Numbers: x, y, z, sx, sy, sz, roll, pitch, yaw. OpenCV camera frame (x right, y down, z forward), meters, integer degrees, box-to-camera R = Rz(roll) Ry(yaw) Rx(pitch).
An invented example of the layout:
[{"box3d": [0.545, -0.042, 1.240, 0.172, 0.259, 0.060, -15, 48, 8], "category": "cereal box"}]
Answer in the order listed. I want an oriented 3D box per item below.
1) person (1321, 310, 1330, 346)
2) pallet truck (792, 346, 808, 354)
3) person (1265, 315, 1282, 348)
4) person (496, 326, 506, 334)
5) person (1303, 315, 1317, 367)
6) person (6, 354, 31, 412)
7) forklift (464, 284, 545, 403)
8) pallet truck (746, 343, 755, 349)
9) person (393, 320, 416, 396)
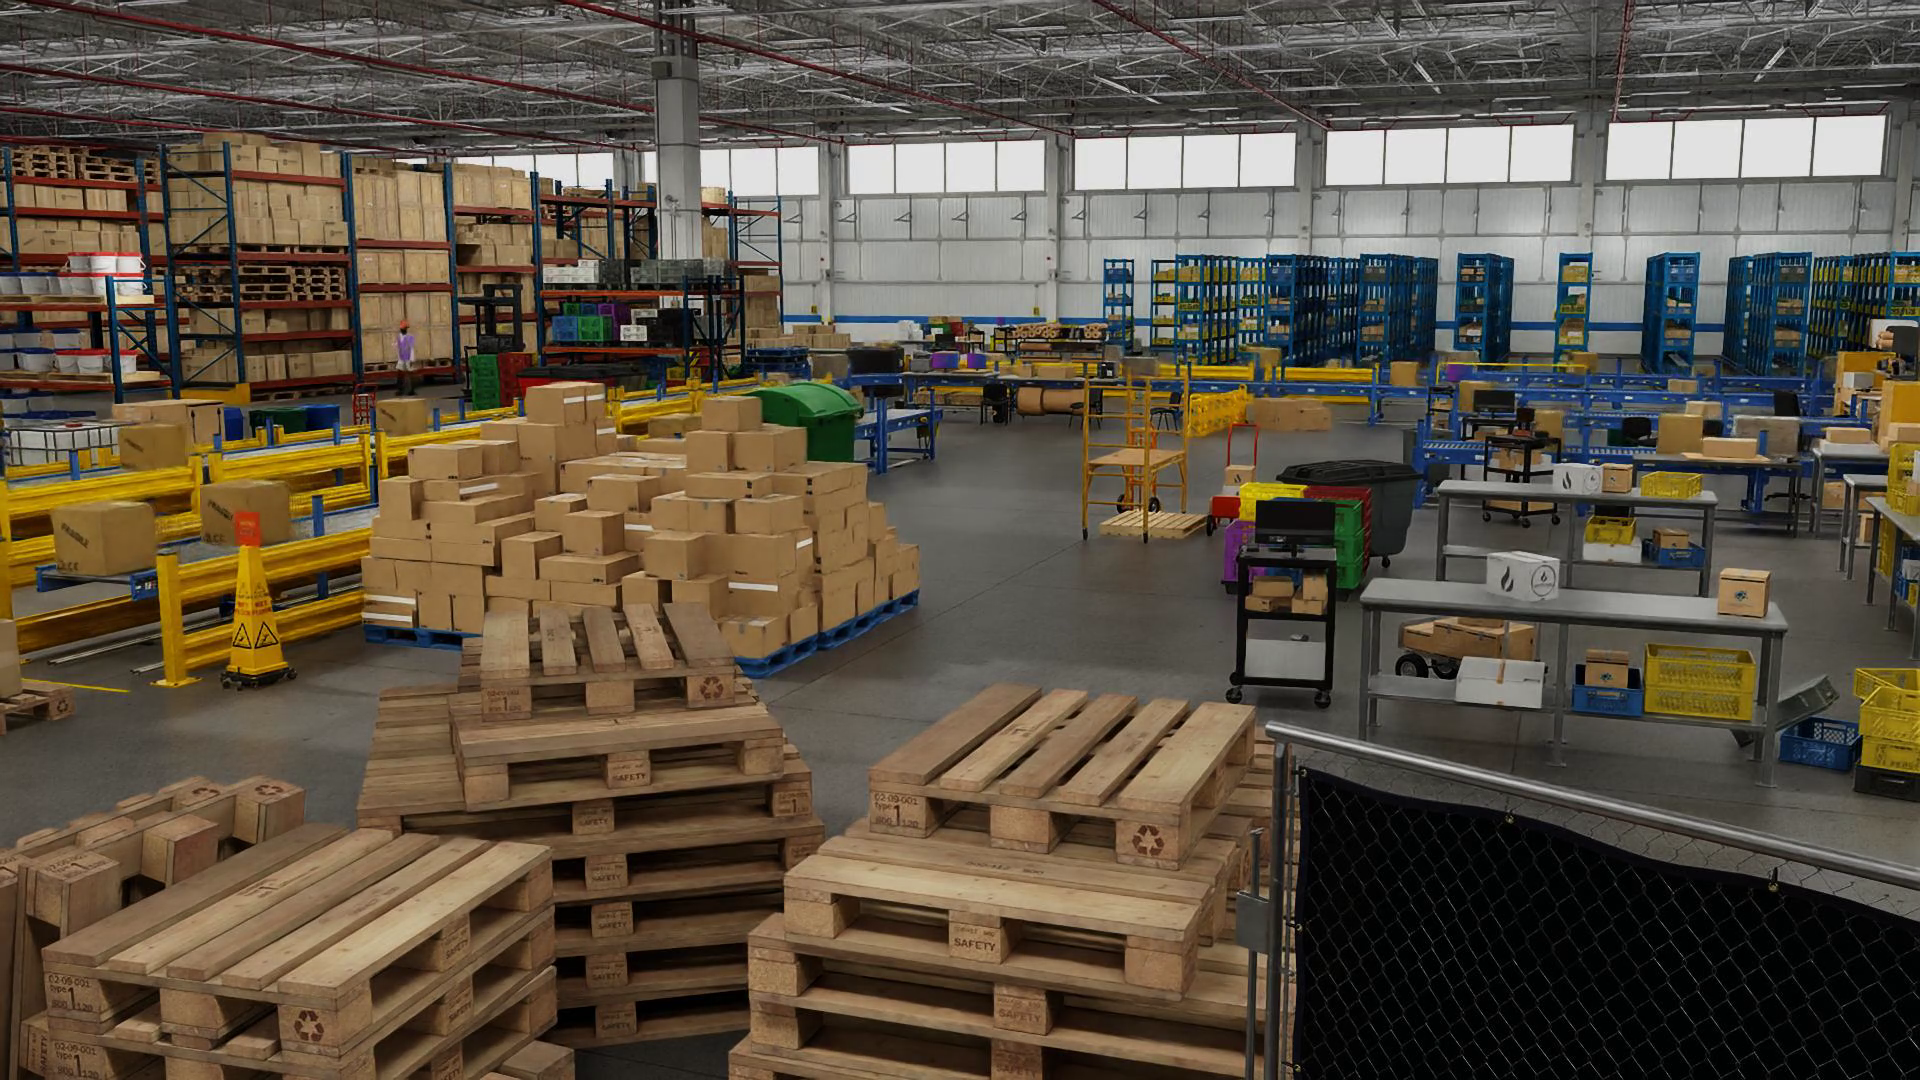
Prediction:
[{"box3d": [13.135, -7.364, 59.742, 0.989, 1.777, 0.612, -5, 10, -27], "category": "person"}, {"box3d": [-3.705, -4.298, 42.022, 0.653, 1.274, 1.630, 3, 10, 20], "category": "pallet truck"}, {"box3d": [9.829, -6.219, 52.051, 0.602, 1.949, 0.393, -3, 9, -15], "category": "person"}, {"box3d": [-11.563, -4.502, 41.852, 0.588, 1.773, 0.977, 3, 10, 18], "category": "person"}, {"box3d": [10.913, -6.190, 52.392, 0.824, 1.786, 0.597, 5, 10, 29], "category": "person"}, {"box3d": [-16.312, -2.412, 28.983, 0.538, 1.684, 0.389, 2, 9, 14], "category": "person"}, {"box3d": [-10.832, -4.702, 39.610, 1.129, 2.768, 1.873, 3, 10, 20], "category": "forklift"}, {"box3d": [-6.183, -4.618, 44.264, 1.601, 1.201, 0.680, -9, 12, -43], "category": "pallet truck"}, {"box3d": [-13.973, -4.561, 41.769, 0.568, 1.903, 0.794, 3, 10, 21], "category": "person"}]
